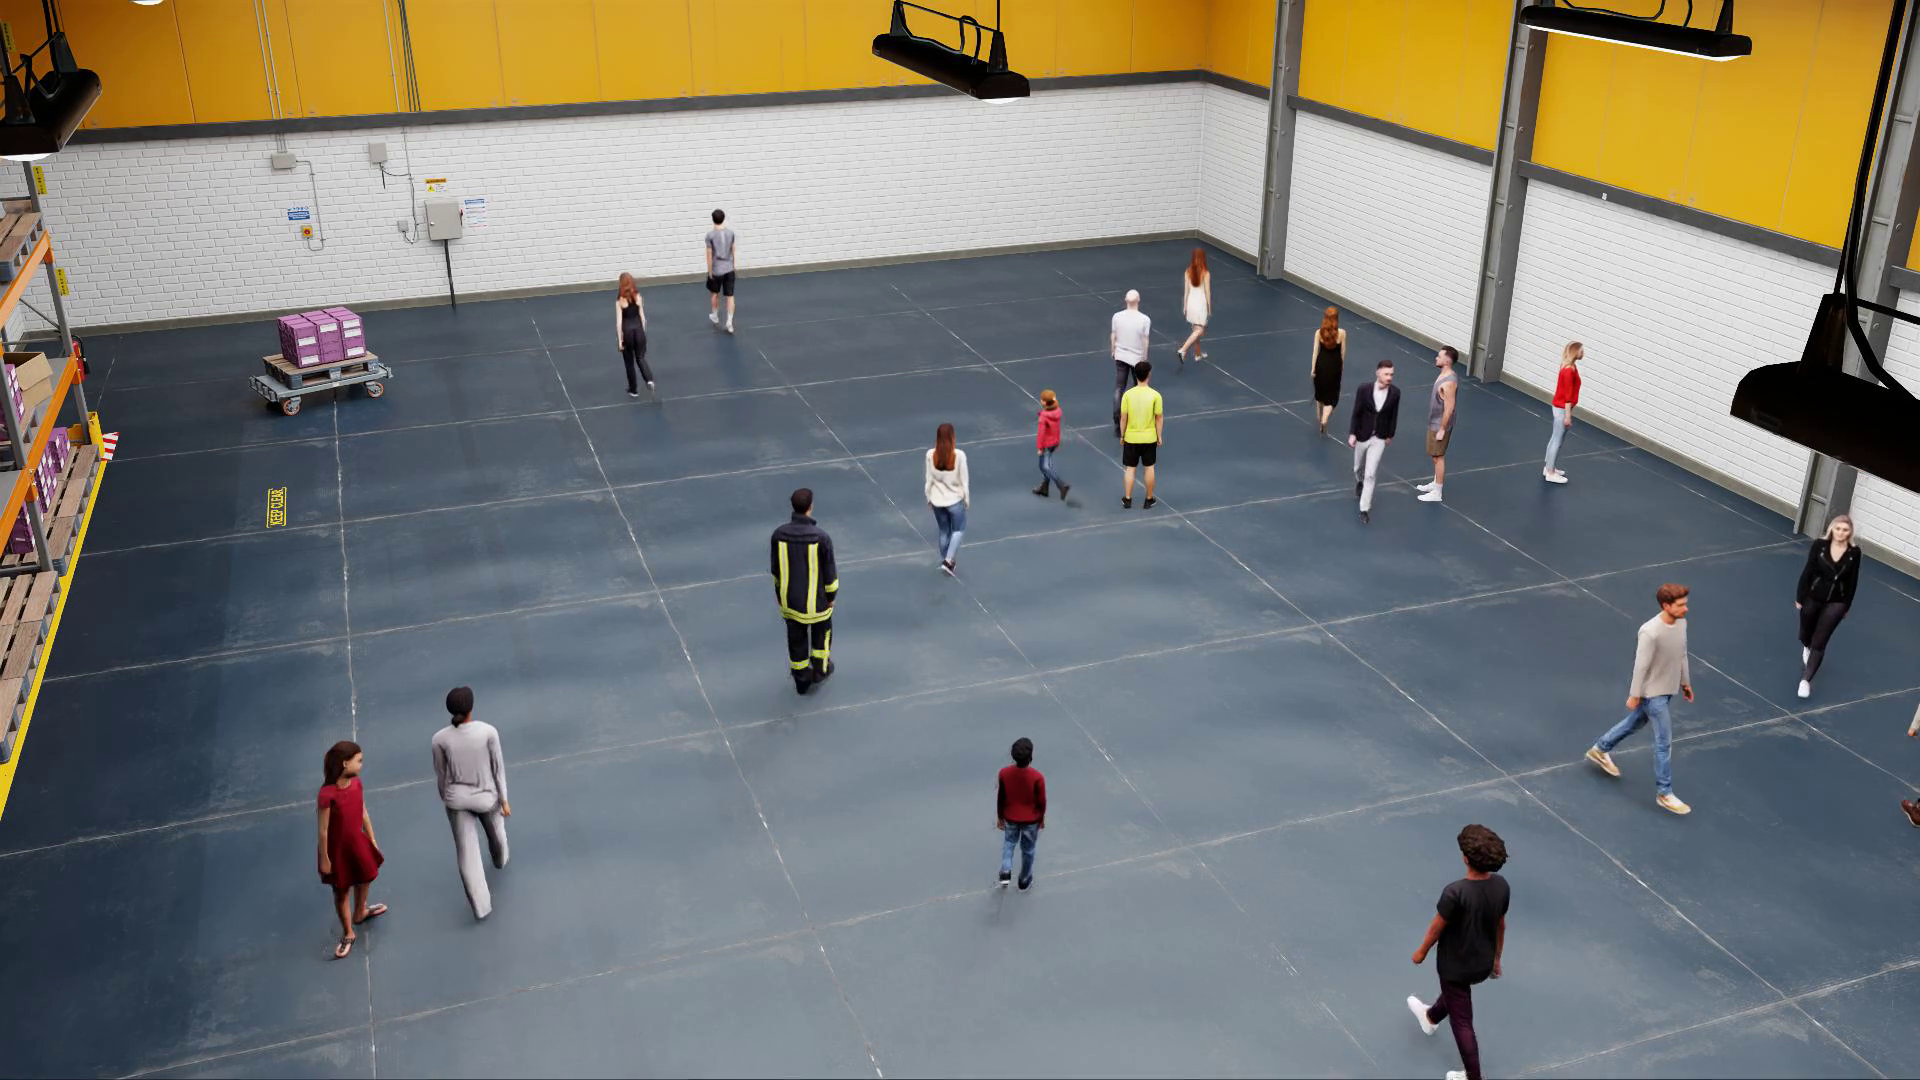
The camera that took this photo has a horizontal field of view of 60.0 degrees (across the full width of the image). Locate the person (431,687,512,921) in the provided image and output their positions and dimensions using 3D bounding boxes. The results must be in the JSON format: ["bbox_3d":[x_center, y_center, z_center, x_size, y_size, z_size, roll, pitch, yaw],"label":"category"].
[{"bbox_3d":[-3.459,1.894,11.787,0.770,1.692,1.128,-4,24,-10],"label":"person"}]

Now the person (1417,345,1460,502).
[{"bbox_3d":[5.513,-1.345,19.065,0.792,1.845,0.680,6,24,13],"label":"person"}]

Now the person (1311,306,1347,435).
[{"bbox_3d":[4.682,-2.138,21.138,0.964,1.590,1.085,8,25,17],"label":"person"}]

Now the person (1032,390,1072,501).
[{"bbox_3d":[1.068,-1.069,19.054,0.871,1.300,0.738,18,29,35],"label":"person"}]

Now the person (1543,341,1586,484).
[{"bbox_3d":[7.102,-1.524,19.591,0.747,1.705,0.629,5,24,11],"label":"person"}]

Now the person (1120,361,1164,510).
[{"bbox_3d":[2.045,-1.188,18.820,0.698,1.706,0.686,4,24,8],"label":"person"}]

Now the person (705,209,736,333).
[{"bbox_3d":[-3.569,-4.055,25.207,0.688,1.844,1.042,-10,25,-21],"label":"person"}]

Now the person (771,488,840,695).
[{"bbox_3d":[-1.402,0.488,14.726,0.966,1.915,0.991,5,24,12],"label":"person"}]

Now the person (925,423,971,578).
[{"bbox_3d":[-0.134,-0.361,16.960,0.857,1.682,0.933,8,25,17],"label":"person"}]

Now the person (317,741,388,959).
[{"bbox_3d":[-4.283,2.124,11.465,0.871,1.529,0.818,19,30,37],"label":"person"}]

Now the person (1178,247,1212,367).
[{"bbox_3d":[3.331,-3.289,23.644,1.059,1.691,0.915,21,31,39],"label":"person"}]

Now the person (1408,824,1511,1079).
[{"bbox_3d":[3.119,2.595,10.128,0.716,1.737,1.127,-12,26,-25],"label":"person"}]

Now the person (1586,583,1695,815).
[{"bbox_3d":[5.449,1.168,13.235,0.967,1.863,1.285,-19,30,-37],"label":"person"}]

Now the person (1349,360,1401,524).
[{"bbox_3d":[4.605,-1.164,18.643,1.075,1.804,1.272,6,24,13],"label":"person"}]

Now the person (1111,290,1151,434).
[{"bbox_3d":[2.122,-2.227,21.105,1.192,1.780,1.288,9,25,20],"label":"person"}]

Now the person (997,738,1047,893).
[{"bbox_3d":[0.432,2.022,12.047,0.624,1.249,0.681,7,25,16],"label":"person"}]

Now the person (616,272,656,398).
[{"bbox_3d":[-4.346,-2.716,22.279,0.738,1.736,0.963,-16,28,-32],"label":"person"}]

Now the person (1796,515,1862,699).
[{"bbox_3d":[7.761,0.541,14.921,1.082,1.661,1.086,13,27,27],"label":"person"}]
